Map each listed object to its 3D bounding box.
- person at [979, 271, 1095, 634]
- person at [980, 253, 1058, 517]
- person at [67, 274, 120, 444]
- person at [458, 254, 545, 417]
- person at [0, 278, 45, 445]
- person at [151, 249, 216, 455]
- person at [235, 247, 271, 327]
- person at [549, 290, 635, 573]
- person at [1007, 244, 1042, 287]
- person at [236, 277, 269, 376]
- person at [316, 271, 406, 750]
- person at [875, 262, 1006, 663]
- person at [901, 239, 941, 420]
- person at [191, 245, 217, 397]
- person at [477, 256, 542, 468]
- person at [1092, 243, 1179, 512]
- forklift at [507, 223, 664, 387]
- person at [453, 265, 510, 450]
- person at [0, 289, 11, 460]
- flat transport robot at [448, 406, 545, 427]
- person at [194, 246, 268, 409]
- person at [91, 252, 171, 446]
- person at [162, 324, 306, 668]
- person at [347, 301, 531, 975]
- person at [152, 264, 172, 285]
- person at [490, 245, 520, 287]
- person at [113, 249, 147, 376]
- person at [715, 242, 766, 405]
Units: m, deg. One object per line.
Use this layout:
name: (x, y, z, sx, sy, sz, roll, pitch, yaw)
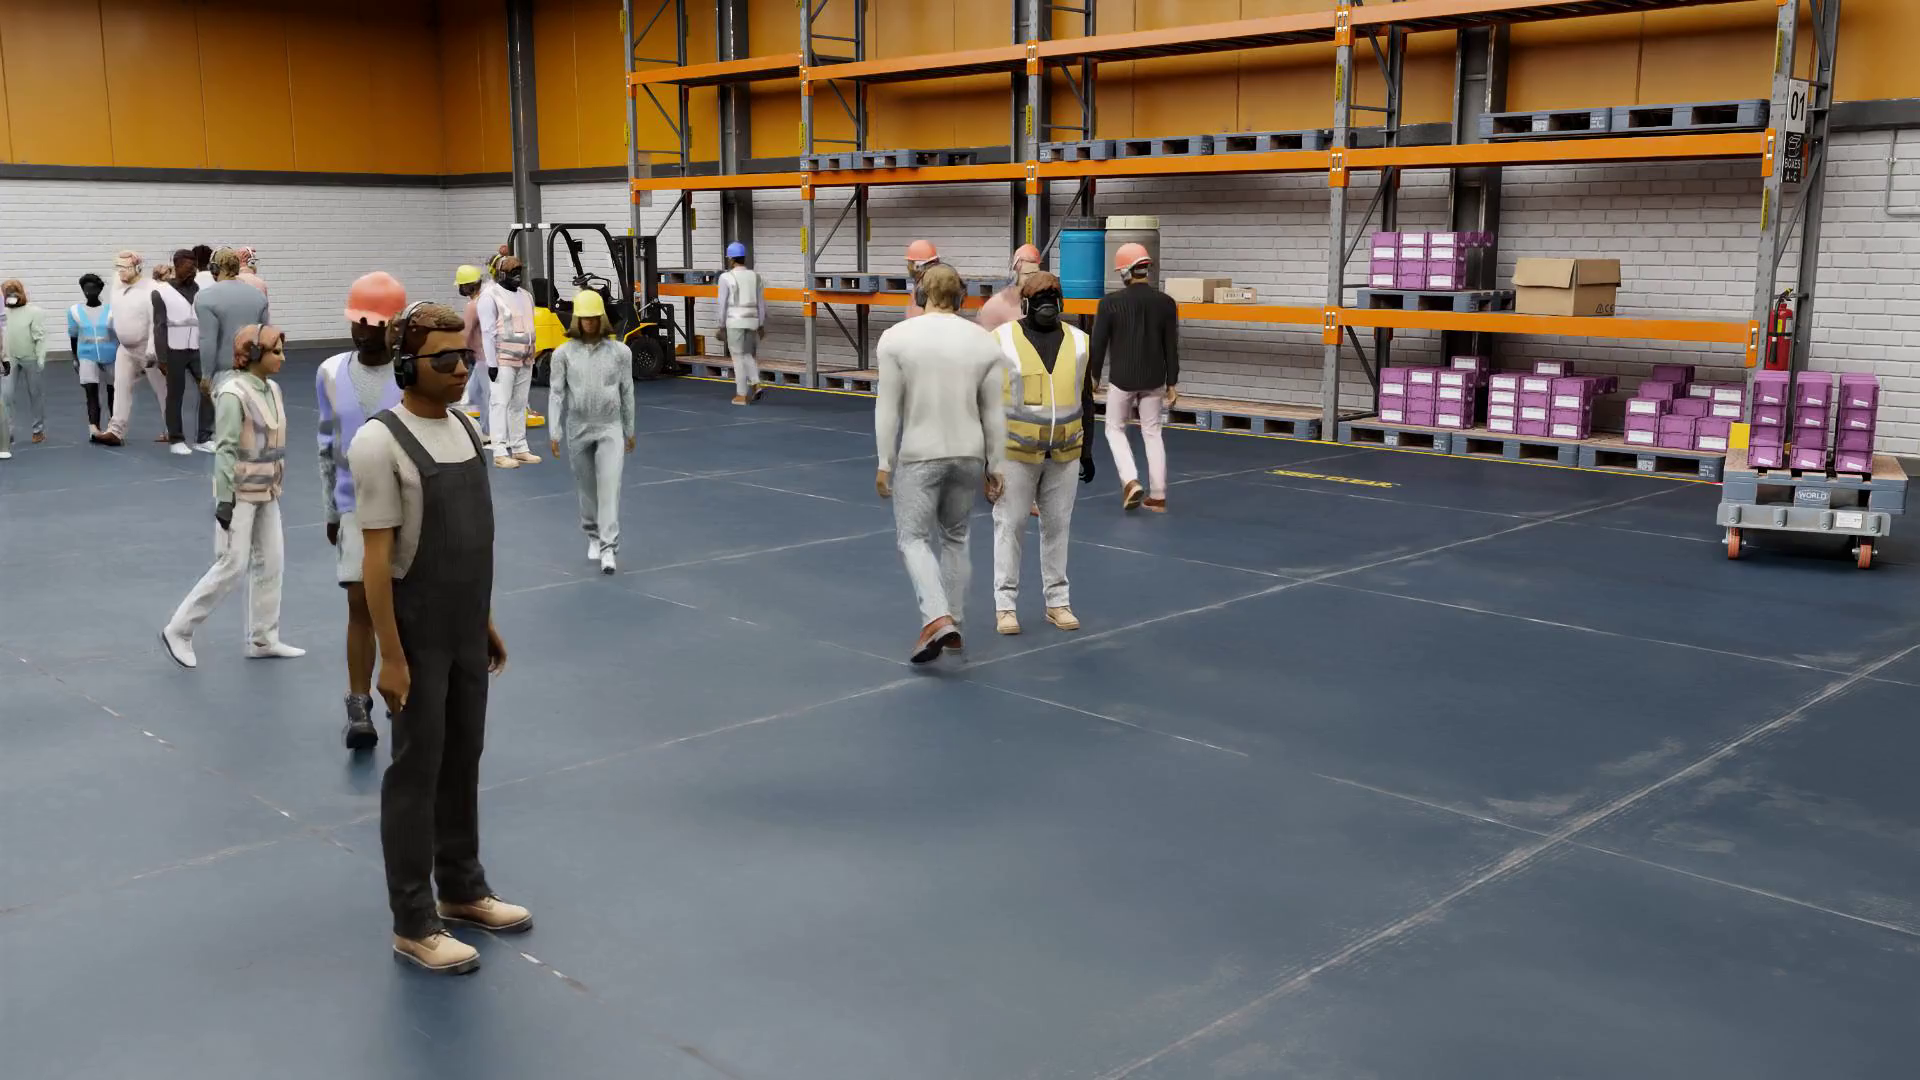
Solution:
person: (0.407, -0.442, 8.500, 0.621, 1.845, 0.429, -3, 11, -17)
person: (0.438, -1.119, 12.041, 0.665, 1.891, 0.538, -7, 12, -32)
person: (-8.459, -1.784, 16.360, 0.540, 1.647, 0.877, -4, 11, -22)
person: (-5.146, -2.233, 18.334, 0.912, 1.824, 0.507, 1, 10, 6)
person: (-9.066, -1.704, 16.017, 0.501, 1.604, 0.707, -3, 11, -14)
person: (-7.085, -1.714, 15.305, 0.720, 1.884, 0.648, 6, 12, 30)
person: (-7.572, -2.172, 17.782, 0.652, 1.904, 0.399, 6, 12, 31)
person: (-2.235, -0.665, 10.113, 0.505, 1.689, 0.918, -2, 11, -11)
person: (0.600, -1.680, 14.972, 0.340, 1.941, 0.551, -6, 12, -31)
person: (-6.718, -1.643, 15.604, 0.310, 1.636, 0.523, 9, 14, 41)
person: (-2.314, -0.127, 6.673, 0.561, 1.879, 0.935, 0, 10, 1)
person: (-0.066, -0.361, 7.916, 0.652, 1.901, 0.697, -4, 11, -19)
person: (-0.279, -1.470, 13.700, 0.466, 1.983, 0.637, 3, 11, 16)
person: (-8.877, -2.527, 19.700, 0.616, 1.908, 1.028, -5, 12, -25)
person: (-3.931, -1.563, 14.612, 0.430, 1.845, 0.624, 5, 11, 25)
person: (1.285, -1.164, 12.081, 0.638, 1.967, 0.533, -3, 11, -14)
forklift: (-5.316, -3.263, 22.920, 2.313, 2.155, 1.214, -10, 14, -44)
person: (-4.521, -1.702, 15.637, 0.557, 1.739, 0.531, 0, 10, -3)
person: (-8.828, -1.654, 14.872, 0.594, 1.924, 0.384, -10, 14, -44)
flat transport robot: (-5.111, -1.264, 17.264, 1.431, 0.197, 0.652, -10, 14, -44)
person: (-5.654, -1.309, 12.964, 0.374, 1.939, 0.629, 5, 12, 27)
person: (-7.951, -1.833, 16.030, 0.655, 1.857, 0.947, 3, 11, 17)
person: (-3.431, -0.205, 7.832, 0.572, 1.615, 0.539, 0, 10, 1)
person: (-1.445, 0.265, 4.631, 0.345, 1.843, 0.521, 3, 11, 16)
person: (-10.590, -2.843, 22.143, 0.309, 1.640, 0.513, 0, 10, -2)
person: (-6.675, -3.399, 24.538, 0.351, 1.878, 0.569, 5, 11, 23)
person: (-11.940, -3.253, 23.881, 0.618, 1.818, 0.497, 9, 14, 40)
person: (-2.636, -2.582, 19.910, 0.431, 1.932, 0.605, 10, 15, 44)
